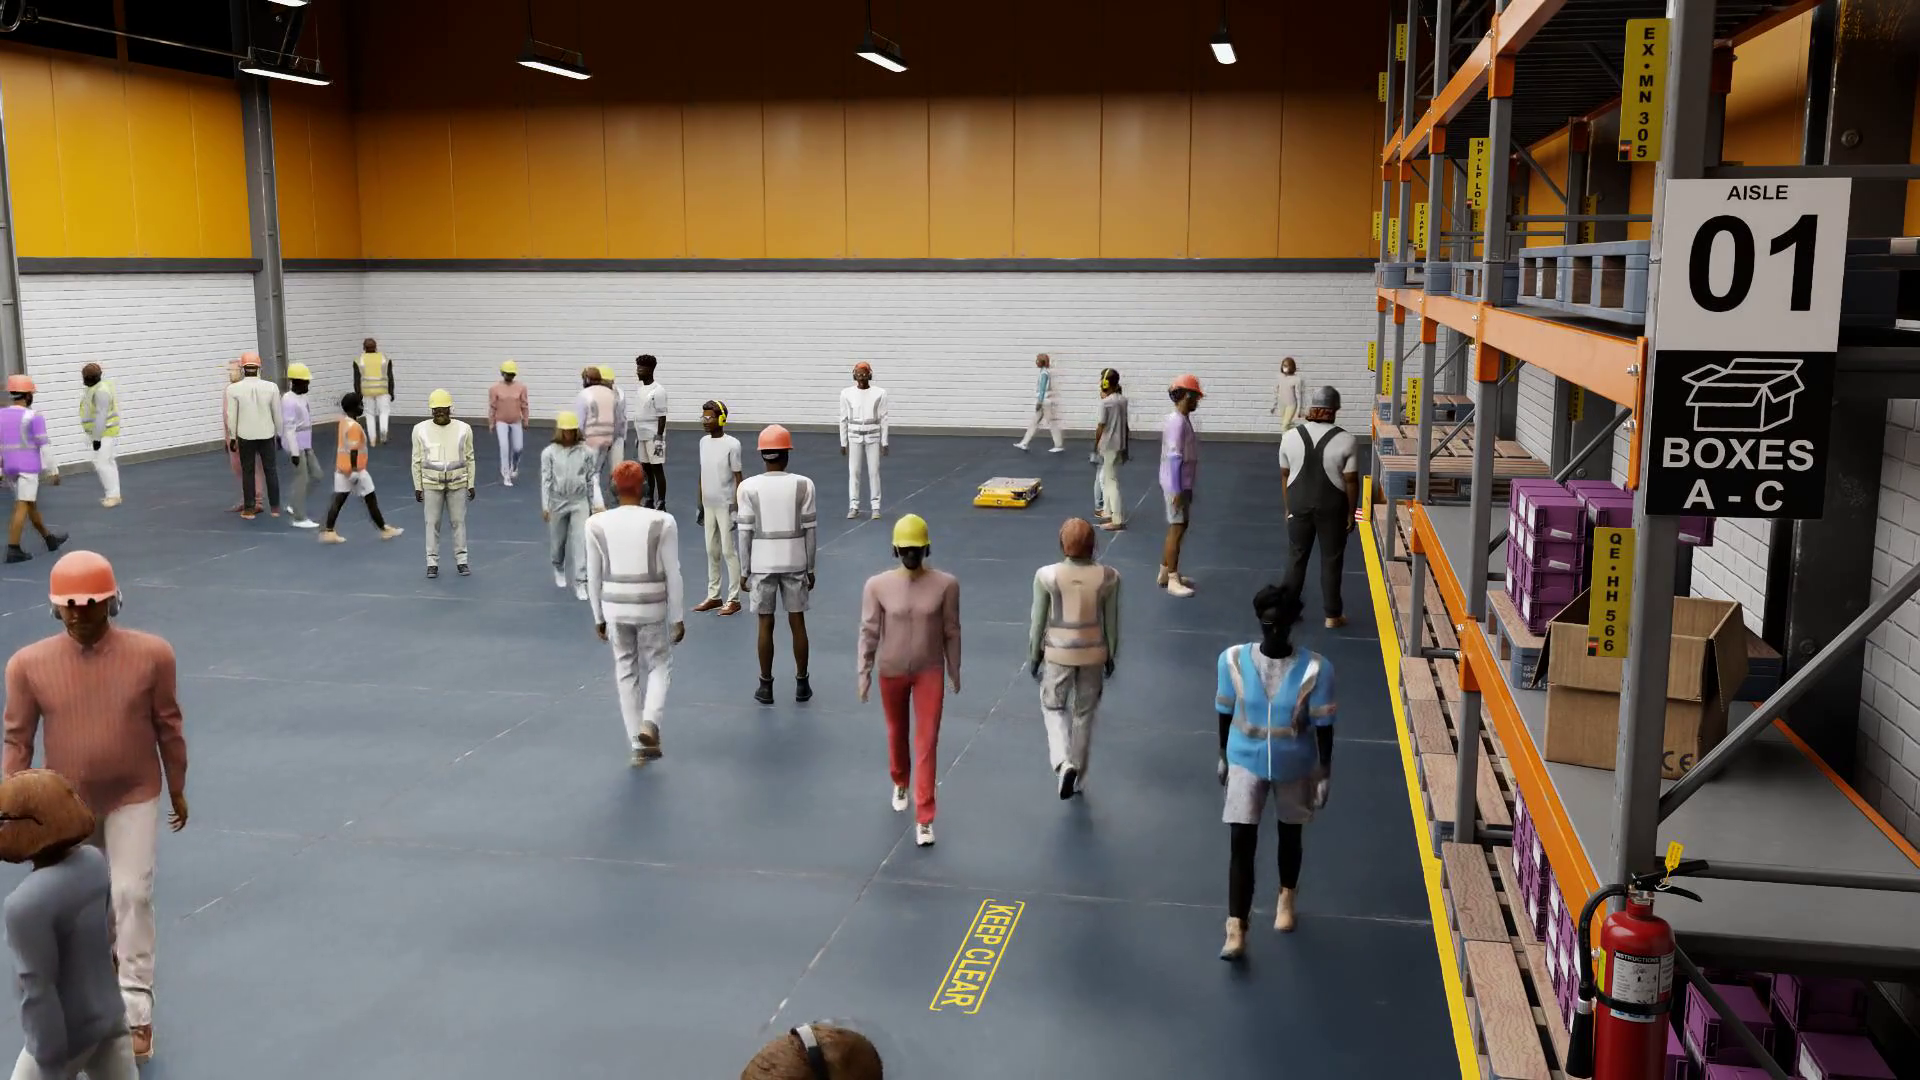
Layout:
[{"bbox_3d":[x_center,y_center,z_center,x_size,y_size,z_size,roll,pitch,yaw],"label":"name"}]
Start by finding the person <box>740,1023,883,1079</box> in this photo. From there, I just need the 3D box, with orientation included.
[{"bbox_3d":[-0.109,1.667,2.844,0.687,1.814,0.533,-7,12,-38],"label":"person"}]

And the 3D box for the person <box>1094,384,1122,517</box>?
[{"bbox_3d":[1.790,-1.088,19.993,0.280,1.633,0.498,5,11,29],"label":"person"}]

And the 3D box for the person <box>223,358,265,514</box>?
[{"bbox_3d":[-8.731,-1.261,20.217,0.645,1.906,0.406,5,11,29],"label":"person"}]

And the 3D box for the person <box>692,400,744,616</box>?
[{"bbox_3d":[-2.102,-0.279,14.409,0.531,1.870,0.317,7,12,38],"label":"person"}]

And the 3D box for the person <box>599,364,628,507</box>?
[{"bbox_3d":[-4.504,-1.342,21.069,0.594,1.799,0.874,-5,11,-28],"label":"person"}]

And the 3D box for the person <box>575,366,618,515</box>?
[{"bbox_3d":[-4.432,-1.177,19.990,0.563,1.819,0.695,5,11,29],"label":"person"}]

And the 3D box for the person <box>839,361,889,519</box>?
[{"bbox_3d":[-1.147,-1.186,19.830,0.582,1.882,0.345,0,9,0],"label":"person"}]

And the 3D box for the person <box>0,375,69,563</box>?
[{"bbox_3d":[-9.570,-0.752,17.178,0.573,1.887,0.969,2,10,14],"label":"person"}]

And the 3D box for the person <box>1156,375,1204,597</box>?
[{"bbox_3d":[1.997,-0.495,15.318,0.416,2.005,0.691,3,10,15],"label":"person"}]

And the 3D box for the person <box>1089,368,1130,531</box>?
[{"bbox_3d":[1.636,-1.026,18.950,0.642,1.852,0.554,7,12,37],"label":"person"}]

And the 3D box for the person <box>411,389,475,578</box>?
[{"bbox_3d":[-5.009,-0.551,16.157,0.595,1.832,0.404,-4,10,-21],"label":"person"}]

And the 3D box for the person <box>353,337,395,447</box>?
[{"bbox_3d":[-9.724,-2.450,27.610,0.647,1.826,0.475,-4,10,-22],"label":"person"}]

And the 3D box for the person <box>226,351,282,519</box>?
[{"bbox_3d":[-8.427,-1.252,19.898,0.620,1.994,0.381,-6,11,-33],"label":"person"}]

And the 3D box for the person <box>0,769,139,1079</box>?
[{"bbox_3d":[-2.666,1.441,4.859,0.865,1.584,0.523,0,9,0],"label":"person"}]

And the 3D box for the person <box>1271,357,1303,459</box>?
[{"bbox_3d":[5.175,-2.082,26.052,0.723,1.603,0.492,-8,12,-39],"label":"person"}]

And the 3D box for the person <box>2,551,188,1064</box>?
[{"bbox_3d":[-3.416,1.000,6.601,0.642,1.914,1.023,-4,10,-22],"label":"person"}]

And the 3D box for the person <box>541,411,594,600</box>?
[{"bbox_3d":[-3.607,-0.349,15.314,0.488,1.713,0.848,-4,10,-21],"label":"person"}]

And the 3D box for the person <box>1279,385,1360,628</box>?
[{"bbox_3d":[3.040,-0.295,13.989,0.680,2.000,0.535,5,11,28],"label":"person"}]

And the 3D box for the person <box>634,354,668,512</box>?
[{"bbox_3d":[-3.732,-1.252,19.980,0.367,1.966,0.604,-8,12,-38],"label":"person"}]

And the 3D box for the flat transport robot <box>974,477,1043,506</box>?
[{"bbox_3d":[0.634,-0.631,21.338,0.652,0.197,1.431,2,10,12],"label":"flat transport robot"}]

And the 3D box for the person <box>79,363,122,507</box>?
[{"bbox_3d":[-10.780,-1.313,20.849,0.433,1.814,0.687,-6,11,-32],"label":"person"}]

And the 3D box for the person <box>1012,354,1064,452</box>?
[{"bbox_3d":[1.293,-2.199,26.782,0.848,1.586,0.538,0,9,0],"label":"person"}]

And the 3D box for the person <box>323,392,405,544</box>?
[{"bbox_3d":[-6.562,-0.780,18.080,0.865,1.646,0.549,-7,12,-36],"label":"person"}]

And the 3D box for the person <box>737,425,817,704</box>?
[{"bbox_3d":[-1.264,0.171,11.508,0.547,1.934,0.375,-2,10,-10],"label":"person"}]

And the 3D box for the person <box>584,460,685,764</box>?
[{"bbox_3d":[-1.961,0.454,9.995,0.595,1.868,0.511,0,9,1],"label":"person"}]

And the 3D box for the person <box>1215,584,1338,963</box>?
[{"bbox_3d":[1.373,1.010,7.296,0.540,1.643,0.879,2,10,14],"label":"person"}]

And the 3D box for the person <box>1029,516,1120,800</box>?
[{"bbox_3d":[0.651,0.685,9.361,0.514,1.623,0.535,-1,9,-6],"label":"person"}]

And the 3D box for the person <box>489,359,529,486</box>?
[{"bbox_3d":[-6.222,-1.627,22.907,0.550,1.746,0.558,-5,11,-26],"label":"person"}]

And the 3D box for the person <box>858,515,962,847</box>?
[{"bbox_3d":[-0.267,0.703,8.950,0.552,1.719,0.904,0,9,-2],"label":"person"}]

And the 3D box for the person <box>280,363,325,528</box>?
[{"bbox_3d":[-7.565,-1.083,19.122,0.419,1.909,0.619,-1,9,-4],"label":"person"}]
